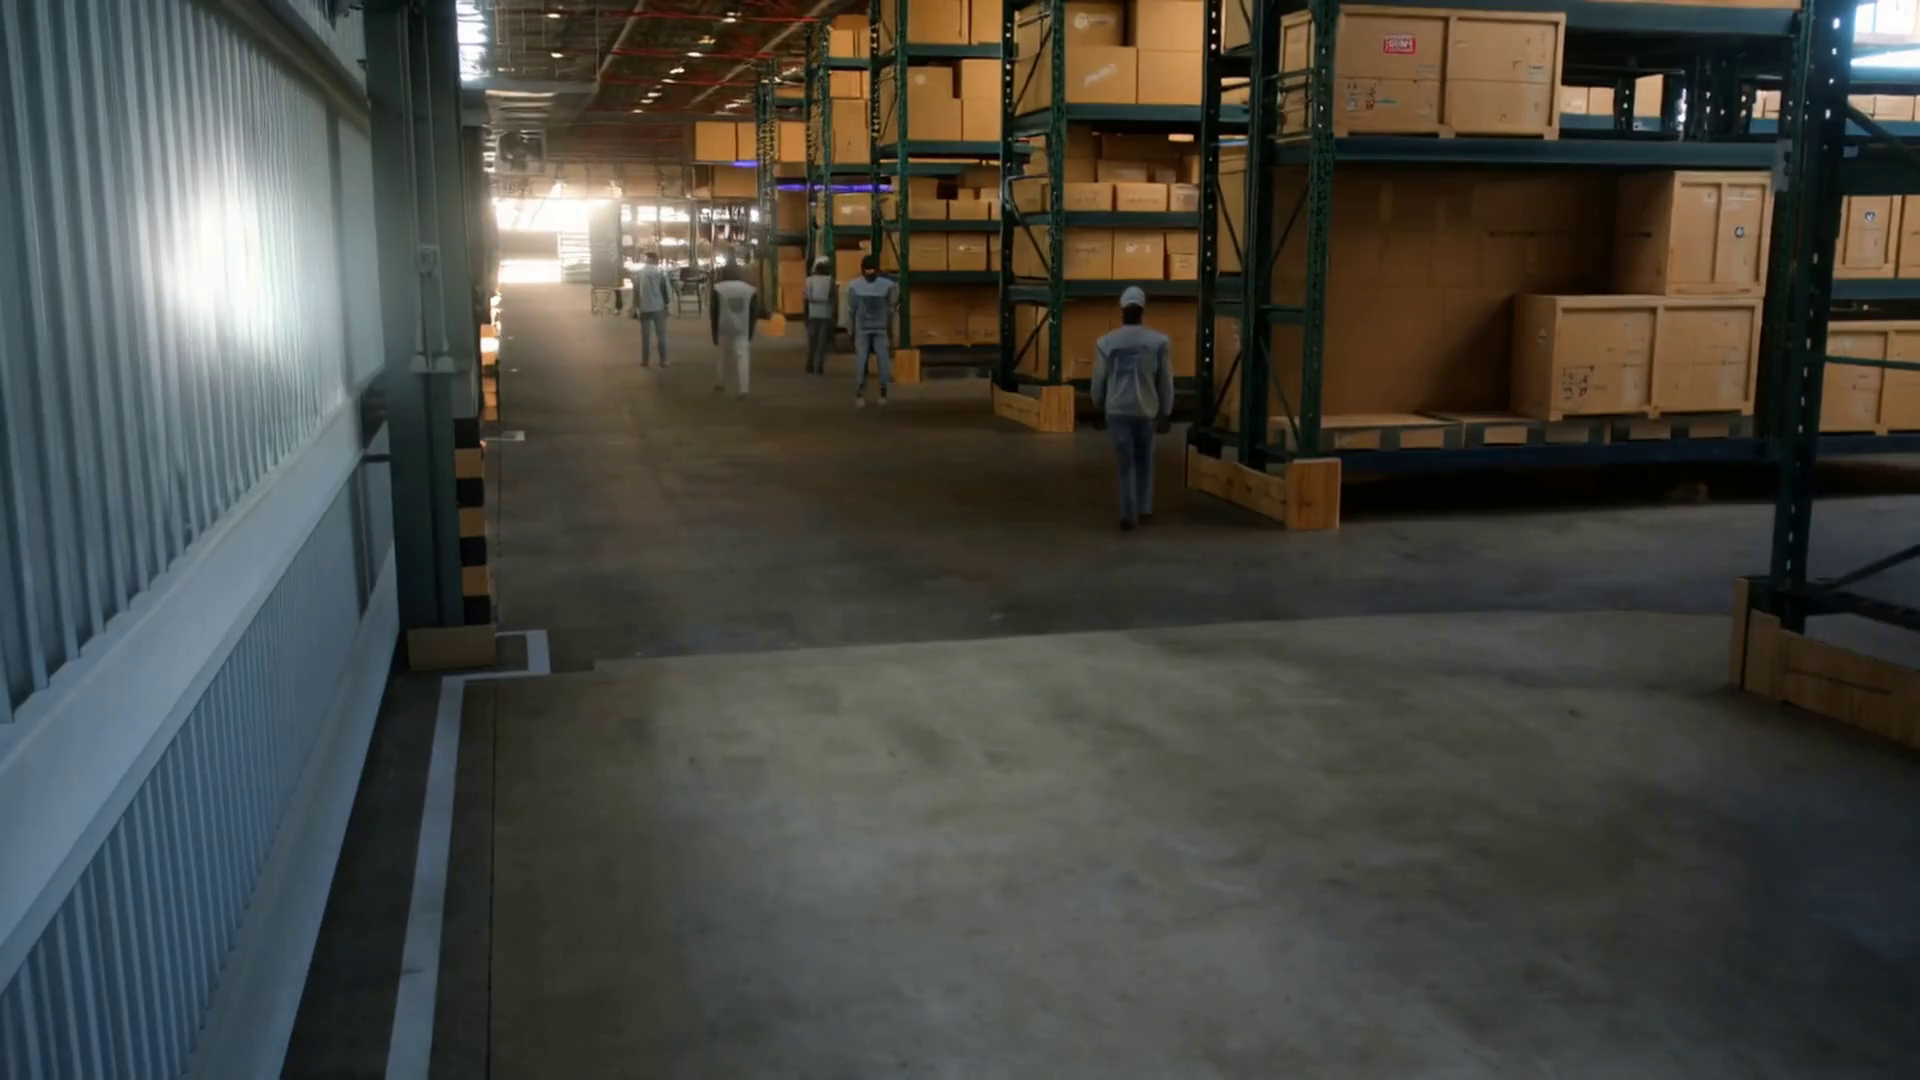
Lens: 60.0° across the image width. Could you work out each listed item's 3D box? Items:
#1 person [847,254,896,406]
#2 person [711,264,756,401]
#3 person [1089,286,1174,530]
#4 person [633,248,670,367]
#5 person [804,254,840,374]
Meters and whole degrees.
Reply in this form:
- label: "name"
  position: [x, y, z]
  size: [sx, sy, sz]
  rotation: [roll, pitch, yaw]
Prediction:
- label: "person"
  position: [-1.120, -2.654, 21.114]
  size: [0.624, 1.932, 0.377]
  rotation: [-1, 10, -3]
- label: "person"
  position: [-3.025, -2.752, 22.037]
  size: [0.655, 1.786, 0.973]
  rotation: [-5, 11, -27]
- label: "person"
  position: [1.222, -0.947, 11.956]
  size: [0.594, 1.733, 0.485]
  rotation: [0, 10, -1]
- label: "person"
  position: [-5.200, -3.908, 28.013]
  size: [0.625, 1.990, 0.395]
  rotation: [-3, 11, -18]
- label: "person"
  position: [-2.192, -3.578, 26.436]
  size: [0.576, 1.893, 0.432]
  rotation: [0, 10, 1]
